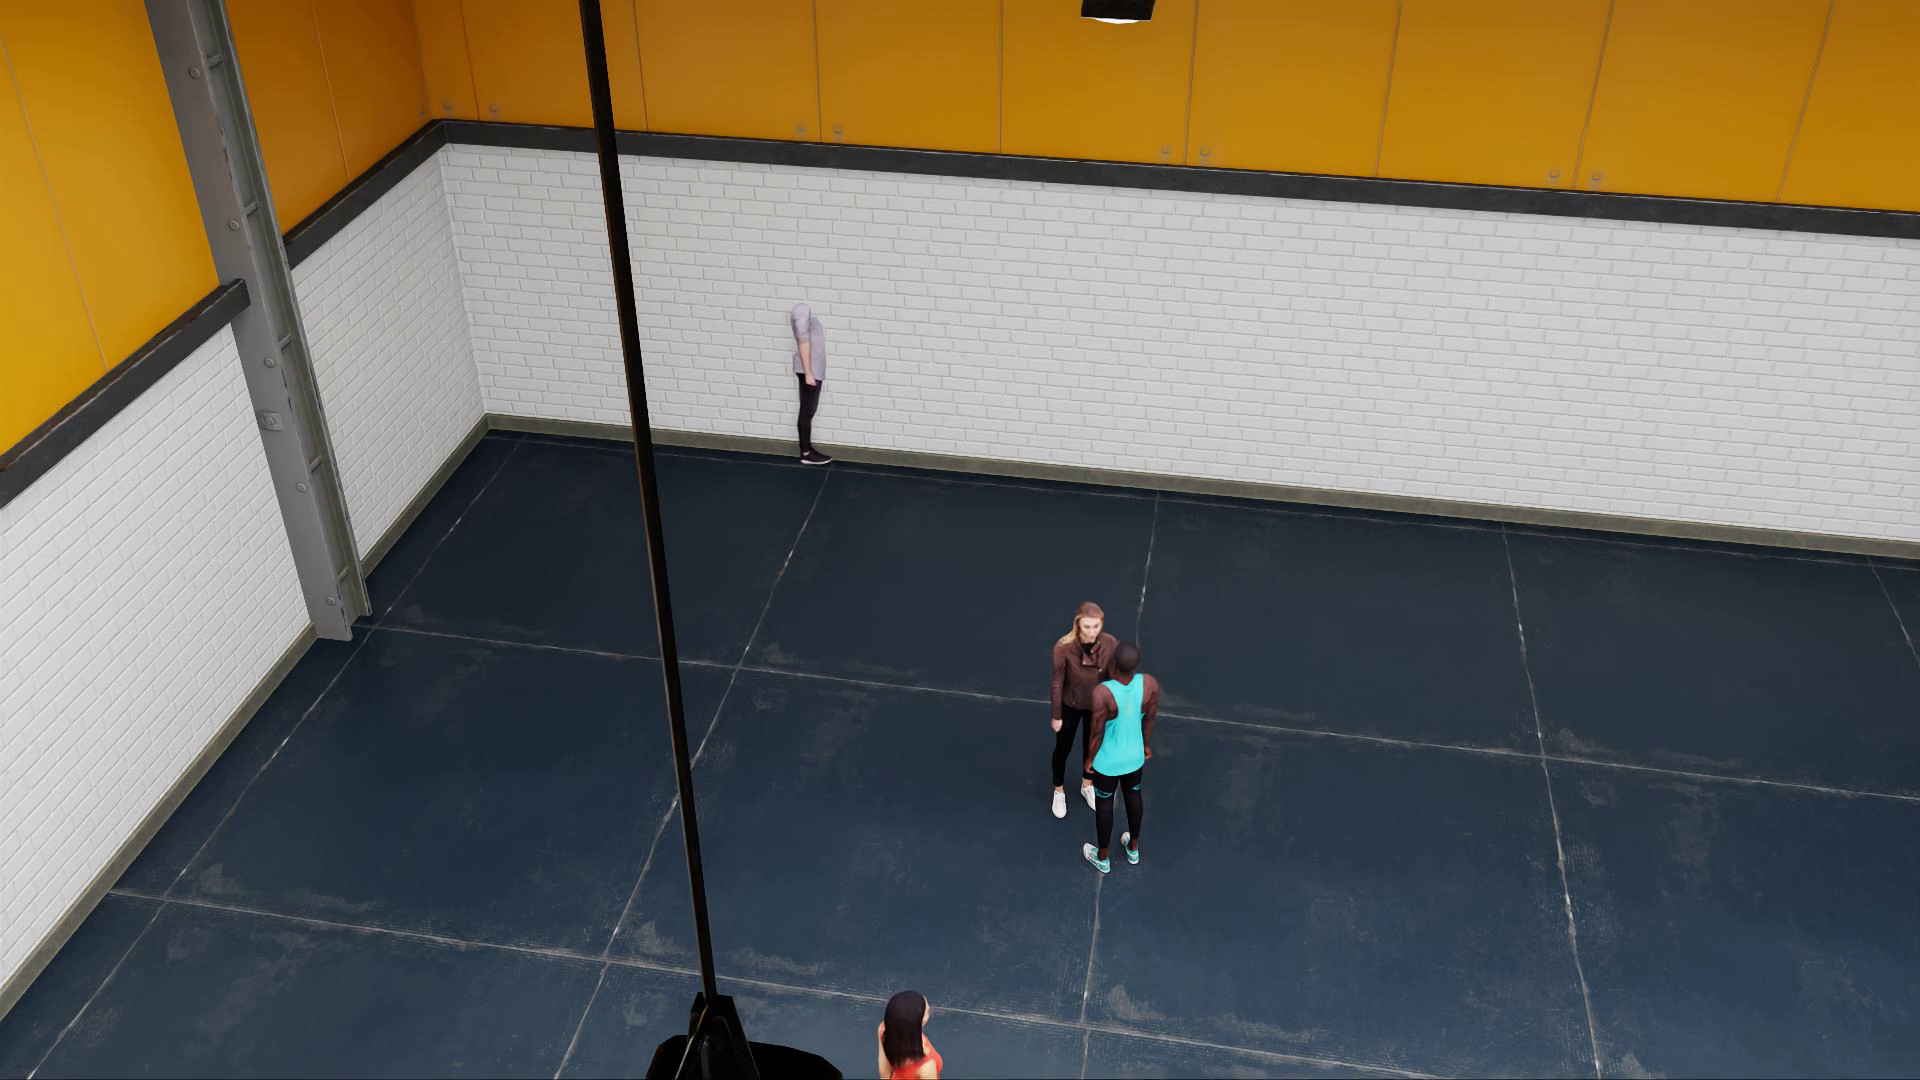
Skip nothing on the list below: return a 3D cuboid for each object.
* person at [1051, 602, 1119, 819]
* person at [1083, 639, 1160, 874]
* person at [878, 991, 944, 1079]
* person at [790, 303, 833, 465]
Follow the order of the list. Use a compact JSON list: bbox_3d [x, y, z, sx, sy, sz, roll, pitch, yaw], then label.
[{"bbox_3d":[0.815,1.105,11.105,0.666,1.703,0.635,-6,34,-9],"label":"person"},{"bbox_3d":[1.018,1.374,10.603,0.678,1.811,0.674,-11,35,-16],"label":"person"},{"bbox_3d":[-0.237,2.892,8.402,0.704,1.719,0.672,-28,43,-35],"label":"person"},{"bbox_3d":[-1.358,-1.586,15.035,0.754,1.835,0.563,1,34,1],"label":"person"}]
